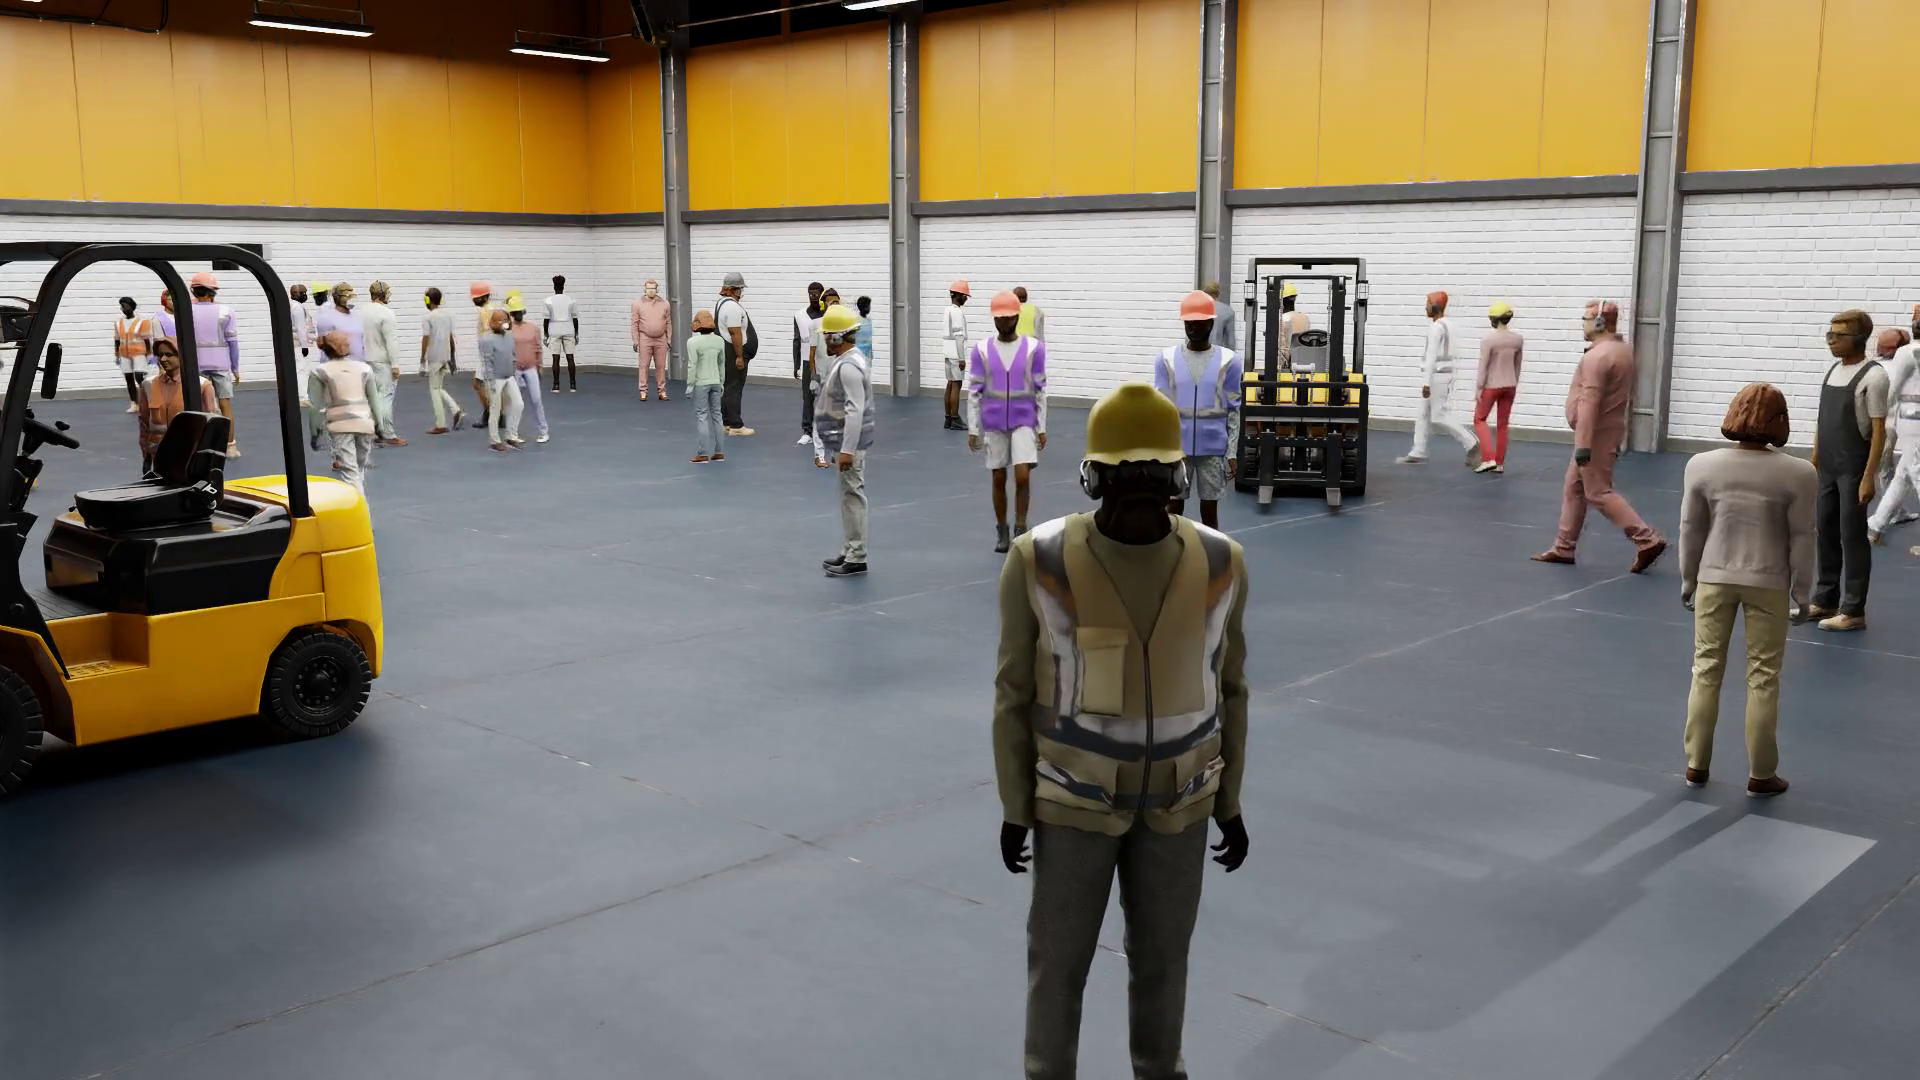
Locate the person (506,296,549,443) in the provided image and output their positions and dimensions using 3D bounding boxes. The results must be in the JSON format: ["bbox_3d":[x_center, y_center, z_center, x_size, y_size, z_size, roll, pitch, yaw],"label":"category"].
[{"bbox_3d":[-5.208,-2.019,19.788,0.523,1.750,0.356,-4,10,-22],"label":"person"}]

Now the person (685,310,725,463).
[{"bbox_3d":[-2.723,-1.639,17.804,0.270,1.632,0.508,8,12,41],"label":"person"}]

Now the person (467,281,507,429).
[{"bbox_3d":[-6.137,-2.377,21.474,0.505,1.909,0.656,-1,9,-3],"label":"person"}]

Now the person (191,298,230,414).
[{"bbox_3d":[-10.647,-2.742,23.508,0.460,1.977,0.636,8,12,39],"label":"person"}]

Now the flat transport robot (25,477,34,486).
[{"bbox_3d":[-9.384,-0.656,15.944,0.652,0.197,1.431,-7,12,-37],"label":"flat transport robot"}]

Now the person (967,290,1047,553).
[{"bbox_3d":[0.332,-0.824,11.955,0.568,1.908,0.718,1,9,5],"label":"person"}]

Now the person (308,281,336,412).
[{"bbox_3d":[-9.070,-2.770,23.969,0.581,1.889,0.634,-2,9,-9],"label":"person"}]

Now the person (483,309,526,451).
[{"bbox_3d":[-5.150,-1.797,18.803,0.529,1.612,0.531,5,11,29],"label":"person"}]

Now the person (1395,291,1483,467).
[{"bbox_3d":[5.074,-1.679,17.417,0.872,1.858,0.584,4,10,24],"label":"person"}]

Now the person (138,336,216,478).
[{"bbox_3d":[-5.113,-0.516,10.906,0.511,1.641,0.307,0,9,2],"label":"person"}]

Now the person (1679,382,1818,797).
[{"bbox_3d":[3.094,0.195,6.562,0.502,1.633,0.280,7,12,38],"label":"person"}]

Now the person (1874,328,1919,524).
[{"bbox_3d":[7.395,-0.888,13.315,0.874,1.596,0.507,-1,9,-9],"label":"person"}]

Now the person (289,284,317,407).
[{"bbox_3d":[-9.942,-2.934,25.112,0.429,1.842,0.635,-6,11,-32],"label":"person"}]

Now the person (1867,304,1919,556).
[{"bbox_3d":[6.927,-0.811,12.148,0.580,1.825,0.957,-4,10,-22],"label":"person"}]

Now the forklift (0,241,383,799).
[{"bbox_3d":[-3.706,-0.171,7.093,1.214,2.155,2.313,9,13,43],"label":"forklift"}]

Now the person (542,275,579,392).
[{"bbox_3d":[-6.705,-3.460,27.951,0.604,1.966,0.367,-3,10,-20],"label":"person"}]

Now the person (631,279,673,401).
[{"bbox_3d":[-4.822,-3.127,26.100,0.653,1.905,0.408,-4,10,-24],"label":"person"}]

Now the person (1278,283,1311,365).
[{"bbox_3d":[3.567,-1.836,18.147,0.379,1.918,0.585,9,13,43],"label":"person"}]

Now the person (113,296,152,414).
[{"bbox_3d":[-11.838,-2.641,23.791,0.545,1.680,0.375,1,9,5],"label":"person"}]

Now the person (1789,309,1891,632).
[{"bbox_3d":[5.073,-0.394,9.551,0.349,1.841,0.517,-1,9,-7],"label":"person"}]

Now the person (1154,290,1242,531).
[{"bbox_3d":[1.465,-0.571,10.329,0.546,1.939,0.375,2,9,11],"label":"person"}]

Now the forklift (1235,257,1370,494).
[{"bbox_3d":[3.309,-1.629,16.029,1.214,2.155,2.313,2,9,11],"label":"forklift"}]

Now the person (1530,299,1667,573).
[{"bbox_3d":[4.426,-0.711,11.407,0.876,1.880,0.653,6,11,34],"label":"person"}]

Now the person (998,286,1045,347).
[{"bbox_3d":[0.825,-2.584,22.981,0.662,1.830,0.524,-2,9,-11],"label":"person"}]

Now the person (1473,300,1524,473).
[{"bbox_3d":[5.423,-1.538,16.799,0.546,1.766,0.349,-3,10,-19],"label":"person"}]

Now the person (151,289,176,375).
[{"bbox_3d":[-9.401,-2.073,19.825,0.373,1.840,0.571,1,9,4],"label":"person"}]

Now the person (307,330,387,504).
[{"bbox_3d":[-4.751,-0.820,12.890,0.541,1.593,0.863,-9,13,-44],"label":"person"}]

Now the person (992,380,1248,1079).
[{"bbox_3d":[0.364,0.564,3.685,0.586,1.835,0.403,-1,9,-9],"label":"person"}]

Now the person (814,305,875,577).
[{"bbox_3d":[-0.778,-0.664,11.230,0.404,1.829,0.591,-1,9,-5],"label":"person"}]

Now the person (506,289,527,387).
[{"bbox_3d":[-7.867,-3.530,29.136,0.622,1.728,0.488,-1,9,-6],"label":"person"}]

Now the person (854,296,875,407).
[{"bbox_3d":[-1.538,-2.828,24.946,0.483,1.672,0.565,5,11,29],"label":"person"}]

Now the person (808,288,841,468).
[{"bbox_3d":[-1.347,-1.693,17.416,0.514,1.872,0.328,-7,12,-38],"label":"person"}]

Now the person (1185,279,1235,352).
[{"bbox_3d":[3.163,-2.326,21.089,0.635,1.936,0.355,1,9,5],"label":"person"}]

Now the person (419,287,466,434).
[{"bbox_3d":[-6.515,-2.229,20.774,0.457,1.846,0.528,3,10,20],"label":"person"}]

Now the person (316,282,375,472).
[{"bbox_3d":[-6.282,-1.667,17.043,0.373,1.940,0.627,3,10,18],"label":"person"}]

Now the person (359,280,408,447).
[{"bbox_3d":[-6.757,-2.050,19.391,0.633,1.938,0.356,7,12,36],"label":"person"}]

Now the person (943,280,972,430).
[{"bbox_3d":[-0.030,-2.379,21.445,0.369,1.928,0.542,-3,10,-18],"label":"person"}]

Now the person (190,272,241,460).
[{"bbox_3d":[-8.125,-1.873,18.001,0.609,2.040,0.395,-3,10,-19],"label":"person"}]

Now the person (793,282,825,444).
[{"bbox_3d":[-1.678,-2.085,19.668,0.596,1.917,0.372,1,9,6],"label":"person"}]

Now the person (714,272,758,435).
[{"bbox_3d":[-2.793,-2.335,20.829,0.537,2.000,0.689,-4,10,-24],"label":"person"}]

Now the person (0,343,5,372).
[{"bbox_3d":[-12.988,-2.430,21.977,0.650,1.863,0.986,-7,12,-38],"label":"person"}]
